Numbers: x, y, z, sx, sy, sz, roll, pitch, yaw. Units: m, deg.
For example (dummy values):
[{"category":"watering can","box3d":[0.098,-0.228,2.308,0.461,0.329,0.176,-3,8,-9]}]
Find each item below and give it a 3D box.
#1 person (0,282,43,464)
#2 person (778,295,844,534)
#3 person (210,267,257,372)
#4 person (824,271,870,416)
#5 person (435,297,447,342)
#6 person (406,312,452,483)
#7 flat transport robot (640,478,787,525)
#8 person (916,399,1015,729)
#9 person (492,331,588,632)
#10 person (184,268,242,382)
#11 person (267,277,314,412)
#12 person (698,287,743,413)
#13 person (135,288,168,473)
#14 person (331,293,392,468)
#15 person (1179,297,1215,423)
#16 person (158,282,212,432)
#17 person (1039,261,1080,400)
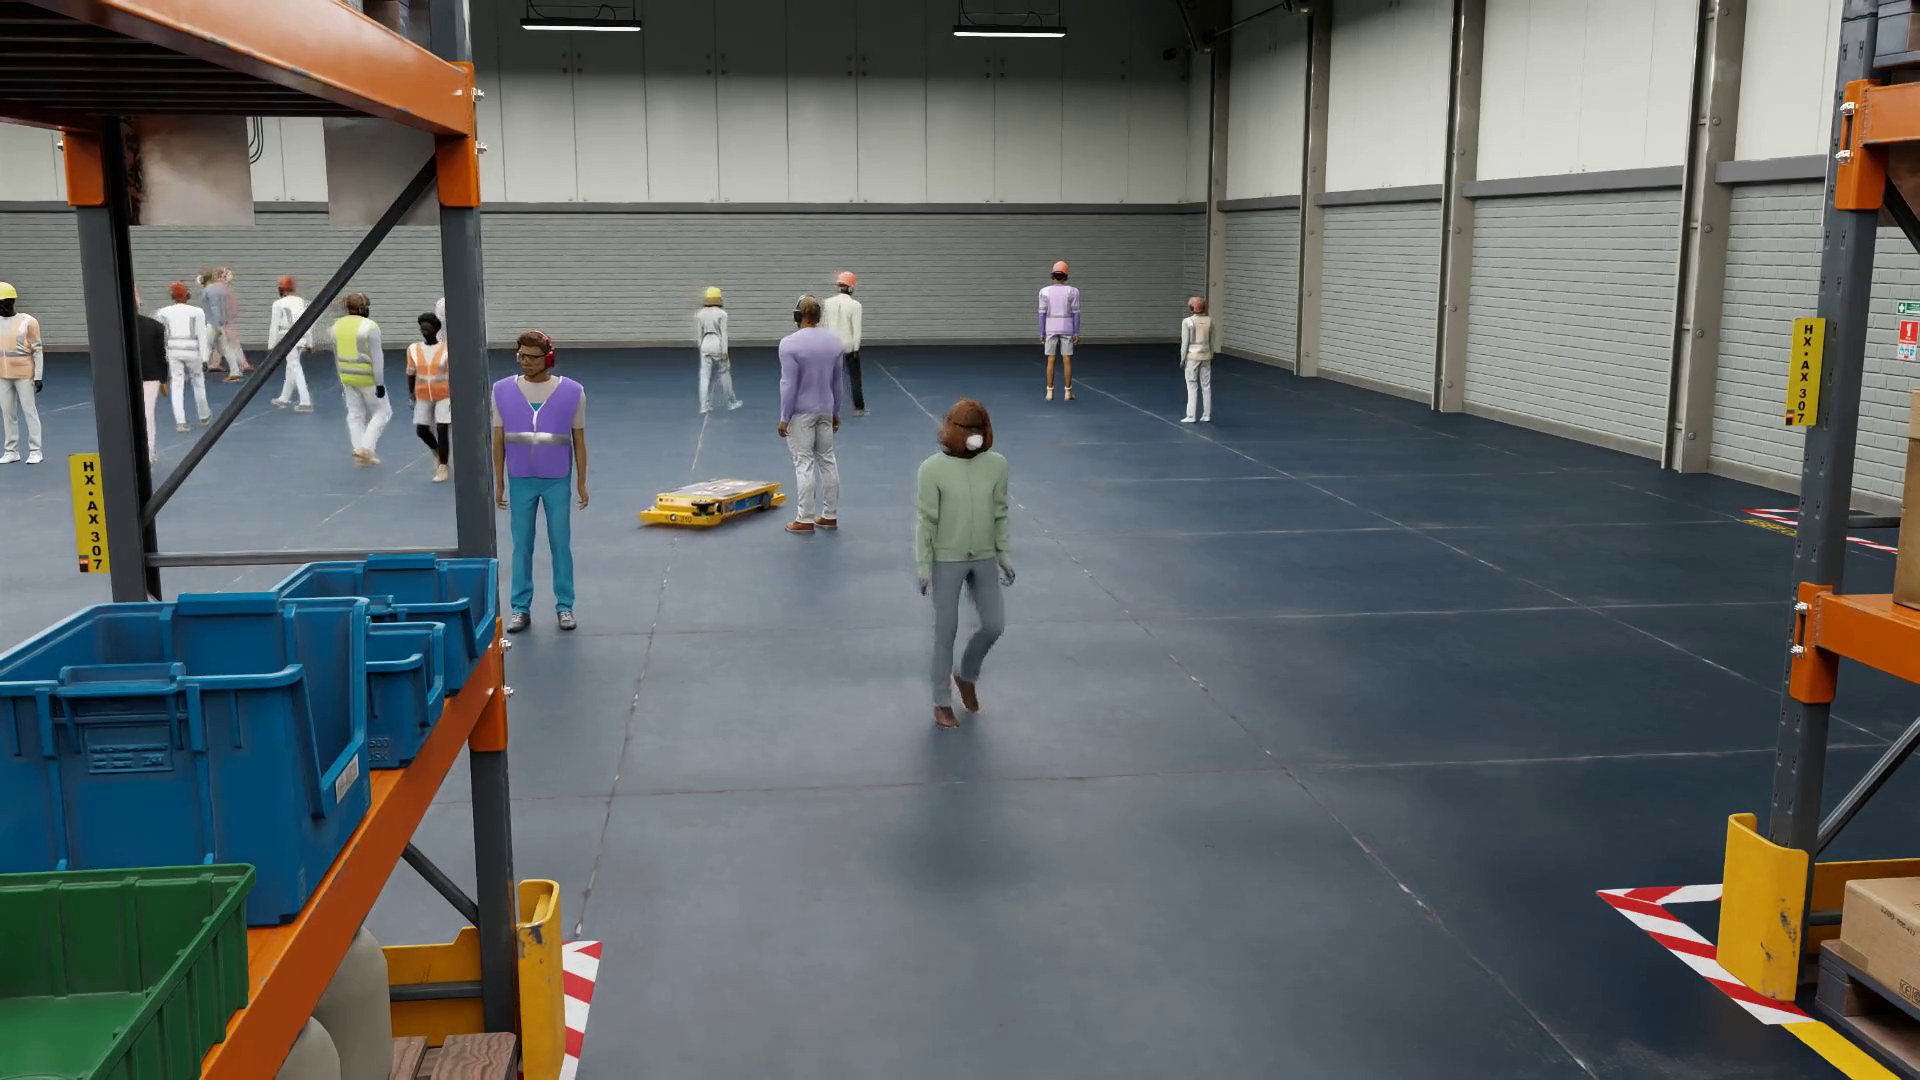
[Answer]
[{"category":"person","box3d":[-10.030,-1.758,17.622,0.595,1.925,0.373,0,10,2]},{"category":"person","box3d":[-1.216,-1.017,13.525,0.635,1.937,0.354,-10,14,-44]},{"category":"person","box3d":[-12.975,-3.896,29.525,0.829,1.874,0.667,-4,11,-22]},{"category":"person","box3d":[-1.576,-2.582,22.086,0.617,1.957,0.998,5,12,27]},{"category":"person","box3d":[-6.845,-2.675,22.737,0.682,1.892,0.441,-7,12,-33]},{"category":"person","box3d":[-5.174,-1.416,16.432,0.534,1.682,0.506,0,10,1]},{"category":"flat transport robot","box3d":[-2.118,-0.347,14.428,0.652,0.197,1.431,4,11,21]},{"category":"person","box3d":[0.017,0.117,8.185,0.512,1.622,0.404,-5,12,-26]},{"category":"person","box3d":[-2.565,-0.359,10.195,0.563,1.839,0.392,-2,10,-9]},{"category":"person","box3d":[-12.387,-3.517,27.367,0.997,1.885,0.659,-5,11,-25]},{"category":"person","box3d":[-9.336,-2.695,22.961,0.894,1.848,0.611,4,11,20]},{"category":"person","box3d":[-3.347,-2.629,22.992,0.508,1.709,0.799,5,11,24]},{"category":"person","box3d":[-8.509,-1.682,17.178,0.623,1.949,0.998,-3,11,-16]},{"category":"person","box3d":[-6.201,-1.646,17.269,0.655,1.828,0.450,4,11,23]},{"category":"person","box3d":[3.071,-2.326,21.533,0.523,1.636,0.311,-5,12,-27]},{"category":"person","box3d":[-9.677,-2.287,20.770,0.596,1.827,1.029,-2,10,-9]},{"category":"person","box3d":[1.465,-3.074,24.516,0.608,2.044,0.378,1,10,7]}]
